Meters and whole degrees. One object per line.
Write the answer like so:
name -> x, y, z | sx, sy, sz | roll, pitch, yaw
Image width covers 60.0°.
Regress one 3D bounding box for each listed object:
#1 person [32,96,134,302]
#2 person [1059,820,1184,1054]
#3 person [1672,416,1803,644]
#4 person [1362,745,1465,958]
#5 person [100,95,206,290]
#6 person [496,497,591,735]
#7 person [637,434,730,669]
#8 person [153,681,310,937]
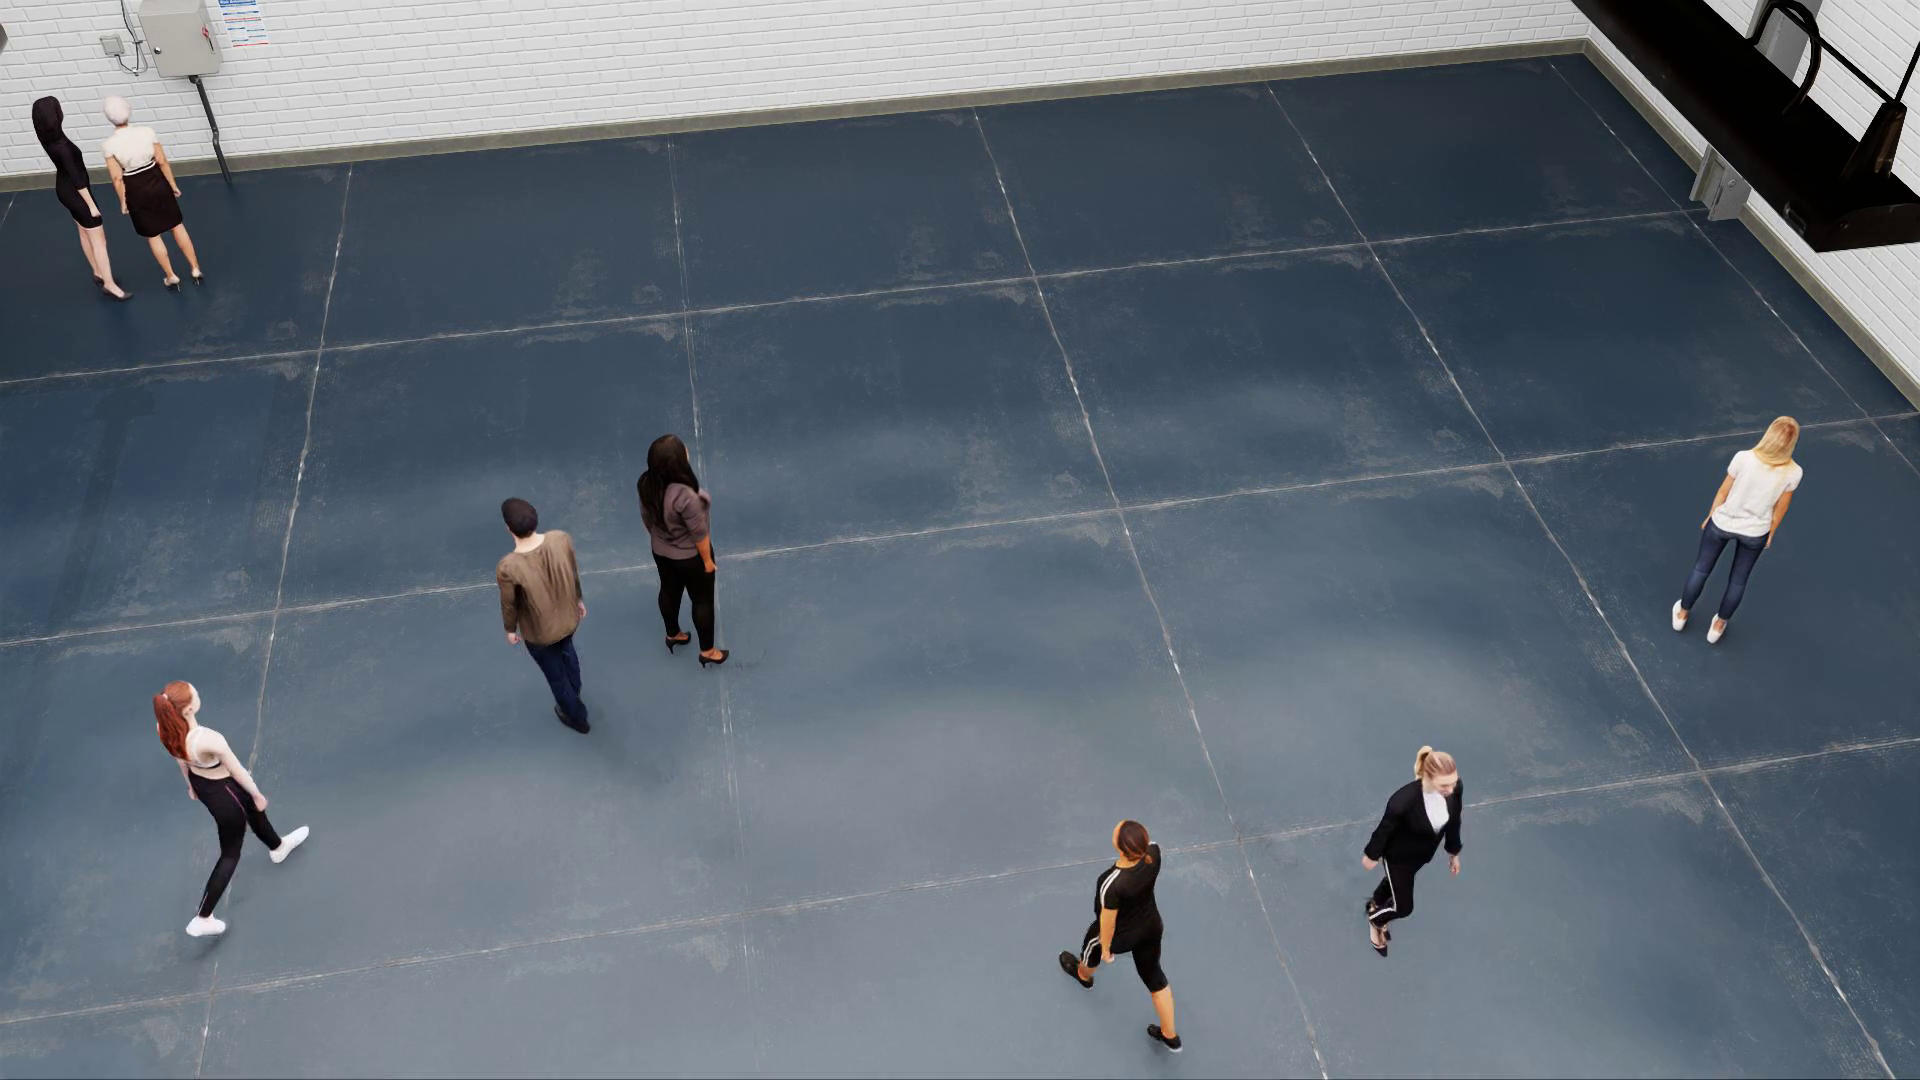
person -> -7.178, -2.766, 13.534 | 0.614, 1.801, 0.710 | 35, 53, 31
person -> 0.930, 2.043, 8.609 | 0.924, 1.630, 1.184 | -27, 50, -26
person -> 5.006, -0.063, 10.691 | 0.659, 1.809, 0.680 | 16, 46, 16
person -> 2.369, 1.615, 9.014 | 0.726, 1.690, 0.739 | -23, 48, -23
person -> -6.641, -2.824, 13.625 | 0.743, 1.758, 0.756 | -31, 52, -29
person -> -2.427, 0.518, 10.032 | 0.880, 1.876, 0.824 | 32, 52, 29
person -> -1.767, 0.081, 10.516 | 0.749, 1.841, 0.805 | 24, 49, 23
person -> -4.127, 1.480, 9.145 | 1.052, 1.707, 1.214 | 19, 47, 19
